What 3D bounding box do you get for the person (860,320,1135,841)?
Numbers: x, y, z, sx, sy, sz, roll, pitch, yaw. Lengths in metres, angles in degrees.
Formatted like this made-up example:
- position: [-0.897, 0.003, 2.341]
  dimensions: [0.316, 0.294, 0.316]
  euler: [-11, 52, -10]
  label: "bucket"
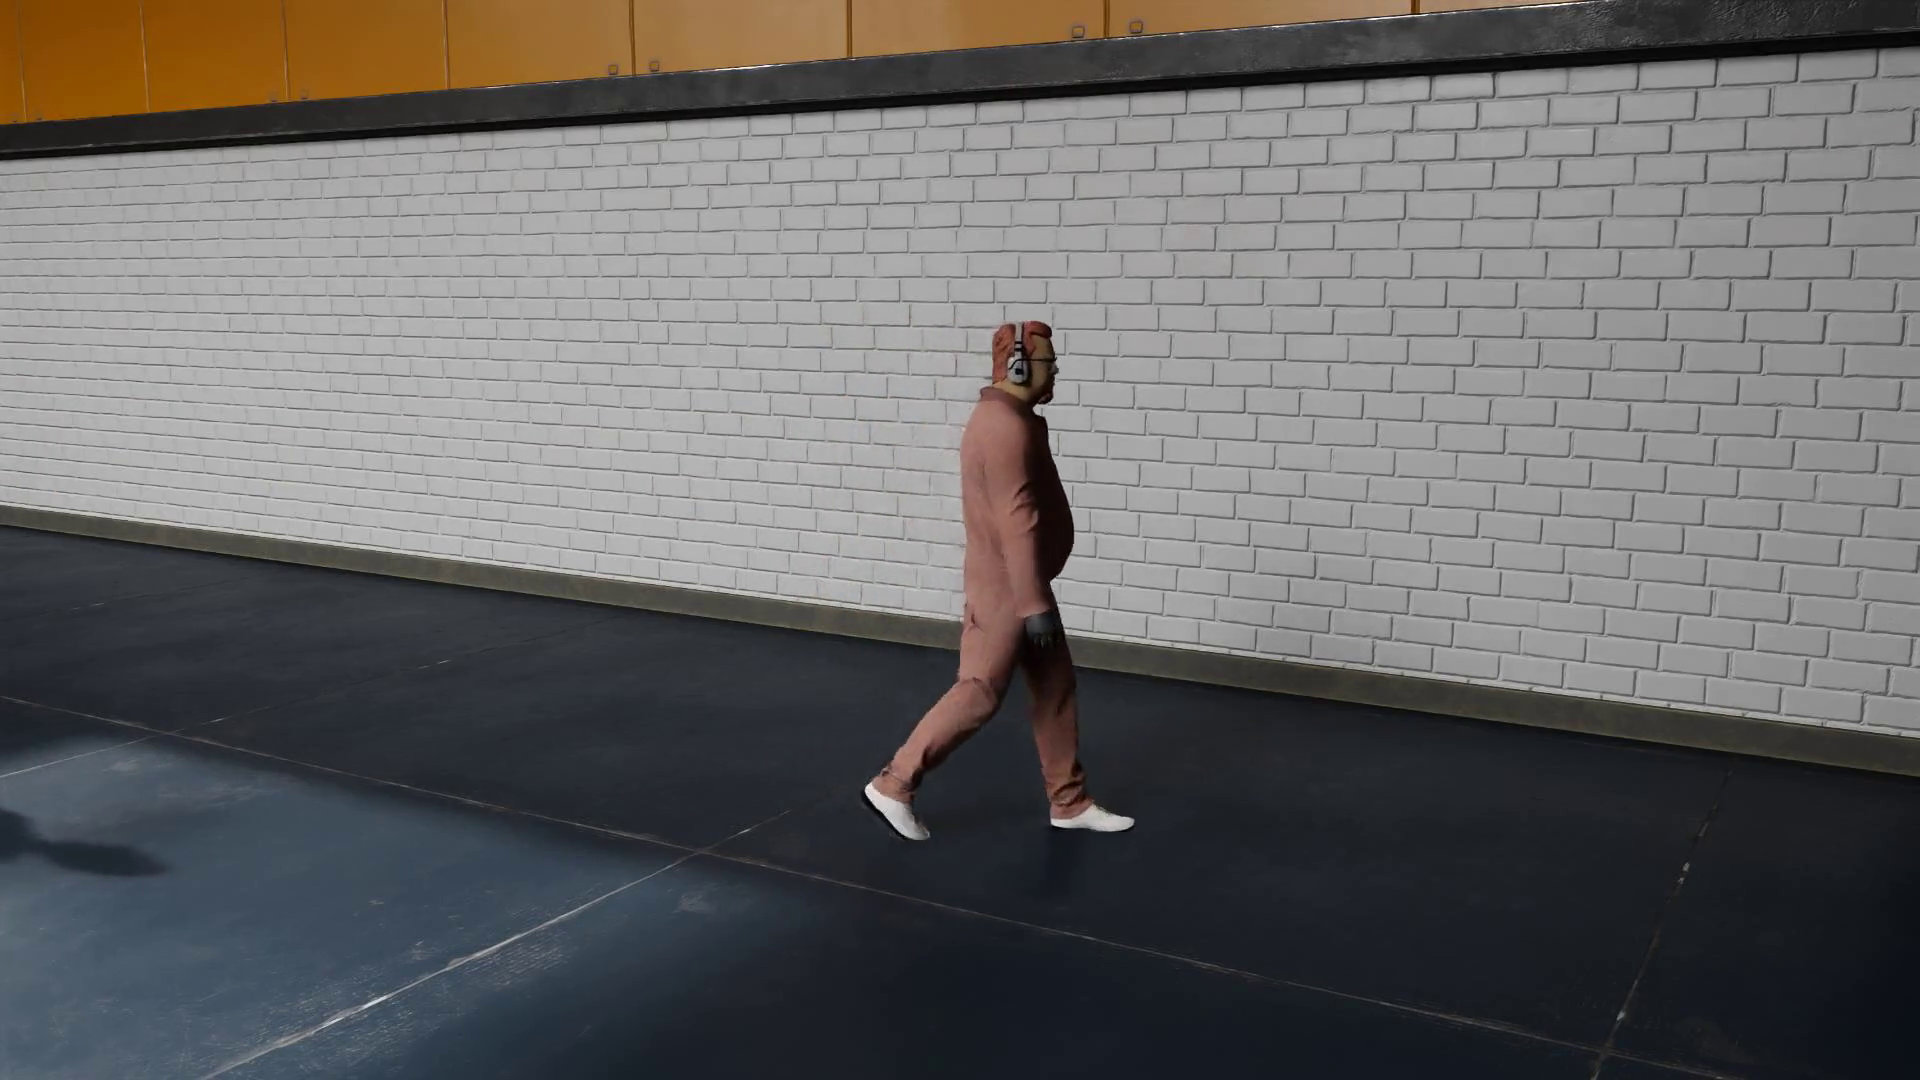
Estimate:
- position: [0.121, 0.160, 5.879]
  dimensions: [0.940, 1.870, 0.637]
  euler: [1, 9, 4]
  label: "person"
